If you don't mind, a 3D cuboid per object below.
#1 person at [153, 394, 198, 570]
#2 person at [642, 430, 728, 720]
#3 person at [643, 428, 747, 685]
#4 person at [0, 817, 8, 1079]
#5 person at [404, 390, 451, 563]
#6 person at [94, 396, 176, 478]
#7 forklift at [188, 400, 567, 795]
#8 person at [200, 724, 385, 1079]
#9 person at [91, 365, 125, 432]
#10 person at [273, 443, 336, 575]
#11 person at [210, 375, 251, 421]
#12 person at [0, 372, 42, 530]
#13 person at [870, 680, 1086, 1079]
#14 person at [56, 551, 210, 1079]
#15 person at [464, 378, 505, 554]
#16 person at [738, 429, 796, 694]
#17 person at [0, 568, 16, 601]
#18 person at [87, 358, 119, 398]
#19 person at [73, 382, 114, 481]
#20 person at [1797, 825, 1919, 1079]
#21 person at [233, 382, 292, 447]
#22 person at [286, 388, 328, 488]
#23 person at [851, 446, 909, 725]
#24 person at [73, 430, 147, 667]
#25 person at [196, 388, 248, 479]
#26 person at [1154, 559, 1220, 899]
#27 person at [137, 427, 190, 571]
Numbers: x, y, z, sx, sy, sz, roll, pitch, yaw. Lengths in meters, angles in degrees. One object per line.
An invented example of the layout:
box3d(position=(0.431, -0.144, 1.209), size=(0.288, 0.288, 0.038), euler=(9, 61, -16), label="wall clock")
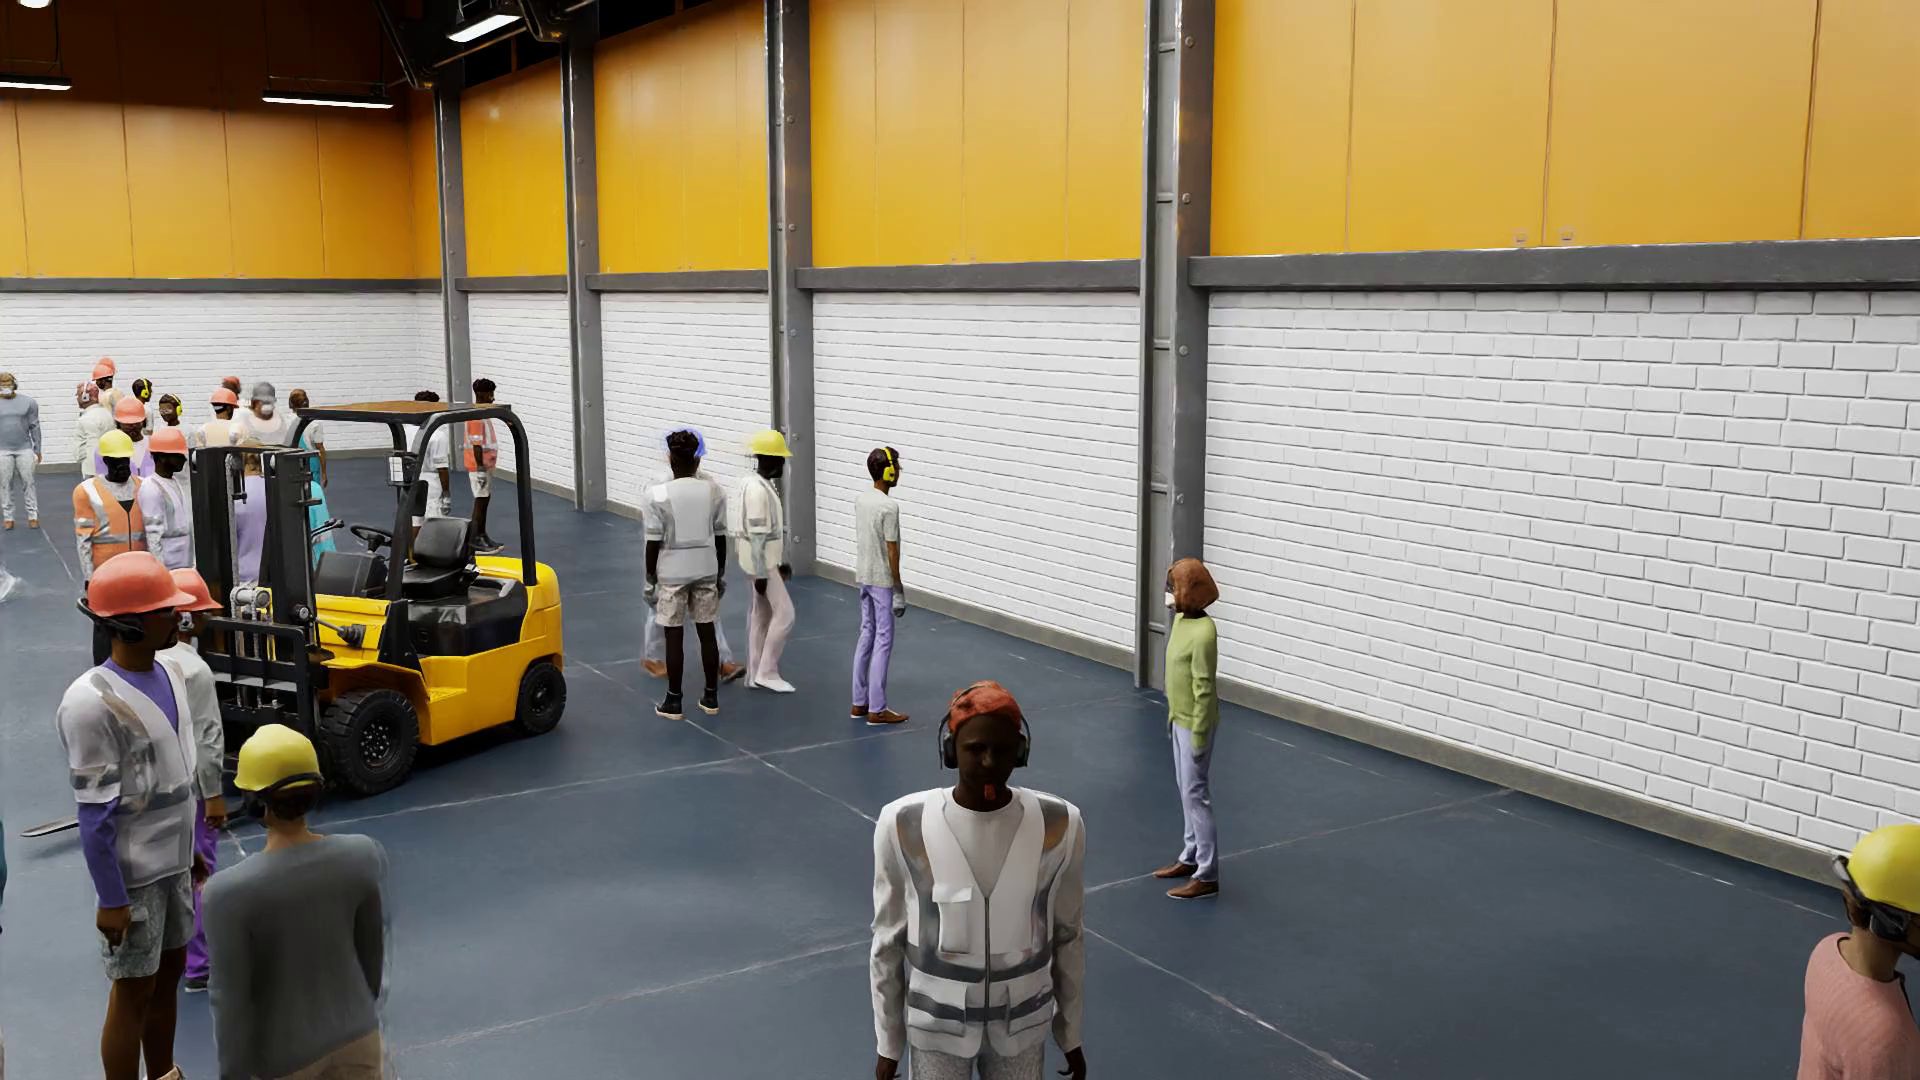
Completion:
box3d(position=(-7.998, -0.563, 17.024), size=(0.510, 1.861, 0.324), euler=(1, 8, 4), label="person")
box3d(position=(-1.862, 0.233, 11.281), size=(0.608, 1.965, 0.365), euler=(-5, 10, -31), label="person")
box3d(position=(-2.000, 0.127, 12.223), size=(1.001, 1.890, 0.632), euler=(8, 12, 43), label="person")
box3d(position=(-3.343, 1.135, 5.308), size=(0.605, 1.939, 0.415), euler=(1, 9, 7), label="person")
box3d(position=(-5.149, -0.469, 16.064), size=(0.599, 1.958, 0.378), euler=(4, 9, 27), label="person")
box3d(position=(-6.879, -0.192, 13.946), size=(0.612, 2.030, 0.404), euler=(-6, 10, -35), label="person")
box3d(position=(-3.529, 0.258, 10.348), size=(1.214, 2.155, 2.313), euler=(4, 9, 25), label="forklift")
box3d(position=(-1.823, 1.352, 4.548), size=(0.875, 1.721, 0.545), euler=(7, 11, 40), label="person")
box3d(position=(-11.345, -1.367, 22.192), size=(0.367, 1.930, 0.542), euler=(-1, 8, -6), label="person")
box3d(position=(-4.628, 0.226, 11.798), size=(0.401, 1.835, 0.562), euler=(-1, 8, -5), label="person")
box3d(position=(-9.145, -1.155, 21.029), size=(0.581, 1.862, 0.735), euler=(0, 8, 0), label="person")
box3d(position=(-11.542, -1.082, 20.282), size=(0.636, 1.931, 0.377), euler=(-5, 10, -30), label="person")
box3d(position=(0.051, 1.298, 4.381), size=(0.573, 1.884, 0.355), euler=(-1, 9, -8), label="person")
box3d(position=(-2.667, 1.052, 5.494), size=(0.366, 2.046, 0.614), euler=(0, 8, -1), label="person")
box3d(position=(-5.290, -0.821, 18.434), size=(0.385, 1.956, 0.608), euler=(-2, 9, -10), label="person")
box3d(position=(-1.352, 0.158, 11.974), size=(0.477, 1.913, 0.609), euler=(-1, 8, -6), label="person")
box3d(position=(-9.233, -0.233, 15.278), size=(0.802, 1.710, 0.482), euler=(-3, 9, -17), label="person")
box3d(position=(-13.244, -1.866, 25.690), size=(0.627, 1.885, 0.375), euler=(4, 10, 28), label="person")
box3d(position=(-9.561, -0.788, 18.367), size=(0.401, 1.907, 0.648), euler=(-2, 9, -13), label="person")
box3d(position=(1.990, 1.470, 3.673), size=(0.342, 1.754, 0.531), euler=(2, 9, 16), label="person")
box3d(position=(-7.232, -0.694, 17.279), size=(0.686, 2.000, 1.051), euler=(-6, 11, -37), label="person")
box3d(position=(-7.194, -0.733, 18.200), size=(0.520, 1.844, 0.331), euler=(-1, 8, -6), label="person")
box3d(position=(-0.534, 0.306, 11.147), size=(0.332, 1.864, 0.509), euler=(-5, 10, -33), label="person")
box3d(position=(-5.893, 0.189, 11.709), size=(0.380, 1.928, 0.586), euler=(6, 10, 35), label="person")
box3d(position=(-7.372, -0.561, 16.764), size=(0.543, 1.928, 0.374), euler=(0, 8, 3), label="person")
box3d(position=(1.103, 0.895, 7.976), size=(0.274, 1.630, 0.503), euler=(-1, 8, -4), label="person")
box3d(position=(-5.653, 0.156, 11.938), size=(0.388, 1.930, 0.545), euler=(-1, 8, -7), label="person")
